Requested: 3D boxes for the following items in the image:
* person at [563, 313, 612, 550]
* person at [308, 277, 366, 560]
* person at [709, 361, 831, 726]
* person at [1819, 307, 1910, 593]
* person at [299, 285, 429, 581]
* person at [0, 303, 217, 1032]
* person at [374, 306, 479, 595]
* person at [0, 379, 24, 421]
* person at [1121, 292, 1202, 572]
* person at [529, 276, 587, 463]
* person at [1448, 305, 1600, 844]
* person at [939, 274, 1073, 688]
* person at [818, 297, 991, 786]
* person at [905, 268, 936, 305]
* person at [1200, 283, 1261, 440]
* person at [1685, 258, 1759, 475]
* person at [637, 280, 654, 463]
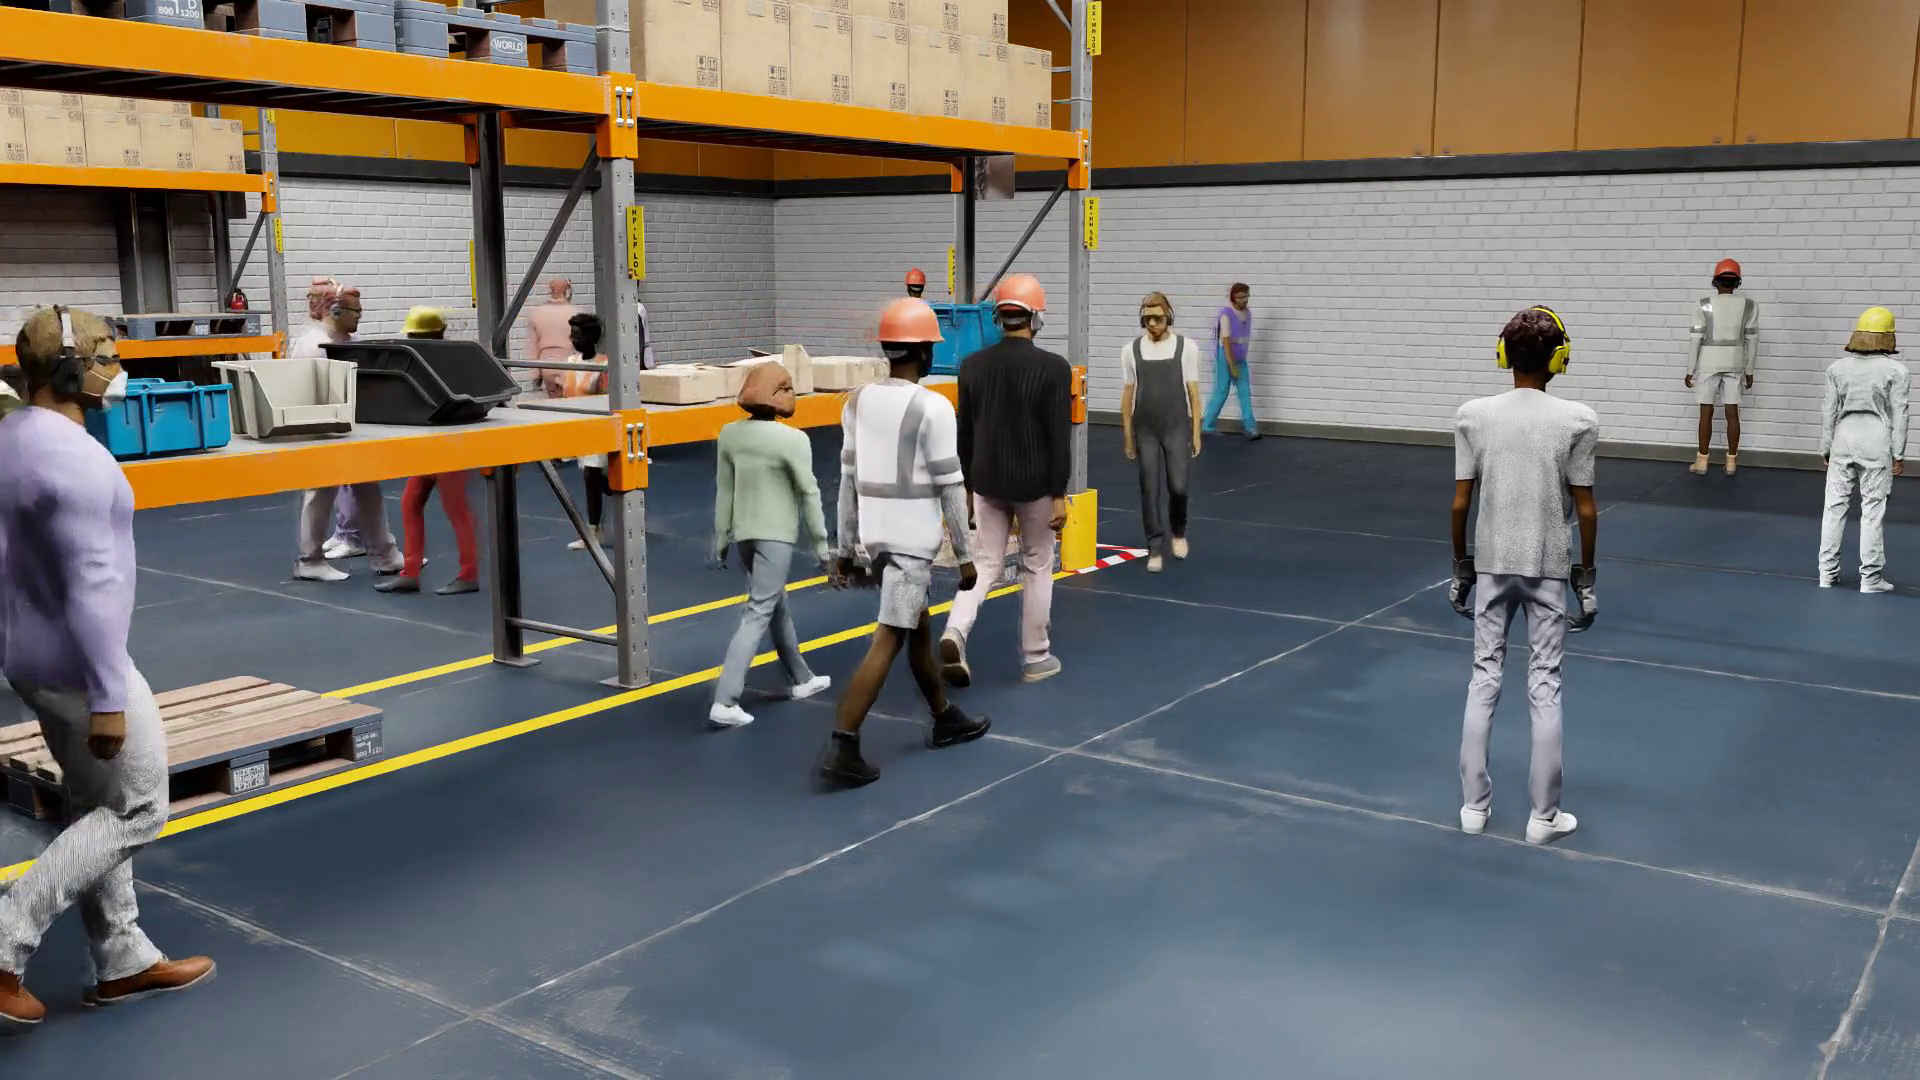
[{"bbox_3d":[-2.549,-0.790,11.861,0.556,1.667,0.712,8,12,38],"label":"person"},{"bbox_3d":[-4.292,-0.830,11.364,0.410,1.913,0.651,-5,11,-26],"label":"person"},{"bbox_3d":[-0.848,0.003,7.374,0.519,1.587,0.871,7,12,35],"label":"person"},{"bbox_3d":[5.547,-0.551,10.205,0.296,1.743,0.493,-8,13,-41],"label":"person"},{"bbox_3d":[-3.797,-0.656,10.448,0.877,1.865,0.677,-1,10,-4],"label":"person"},{"bbox_3d":[-2.345,0.350,4.326,0.598,1.922,0.630,-9,13,-43],"label":"person"},{"bbox_3d":[-3.243,-0.513,9.948,0.711,1.741,0.547,-6,11,-32],"label":"person"},{"bbox_3d":[-4.543,-0.164,7.772,0.607,1.792,0.915,5,11,29],"label":"person"},{"bbox_3d":[1.310,-0.701,10.855,0.535,1.825,0.442,2,10,13],"label":"person"},{"bbox_3d":[-3.956,-1.665,16.452,0.648,1.883,0.720,3,10,16],"label":"person"},{"bbox_3d":[1.967,0.124,5.809,0.513,1.872,0.328,6,11,30],"label":"person"},{"bbox_3d":[0.205,-0.257,7.808,0.627,1.971,0.819,5,11,29],"label":"person"},{"bbox_3d":[-0.238,-0.008,6.575,0.561,1.886,1.032,9,13,43],"label":"person"},{"bbox_3d":[-0.470,-1.947,17.937,0.542,1.939,0.366,-3,10,-19],"label":"person"},{"bbox_3d":[3.101,-2.016,18.853,0.606,1.788,0.829,-8,12,-40],"label":"person"},{"bbox_3d":[7.211,-1.638,15.787,0.615,2.041,0.385,2,10,9],"label":"person"},{"bbox_3d":[-3.242,-1.714,16.610,0.375,1.917,0.598,-2,10,-13],"label":"person"}]
